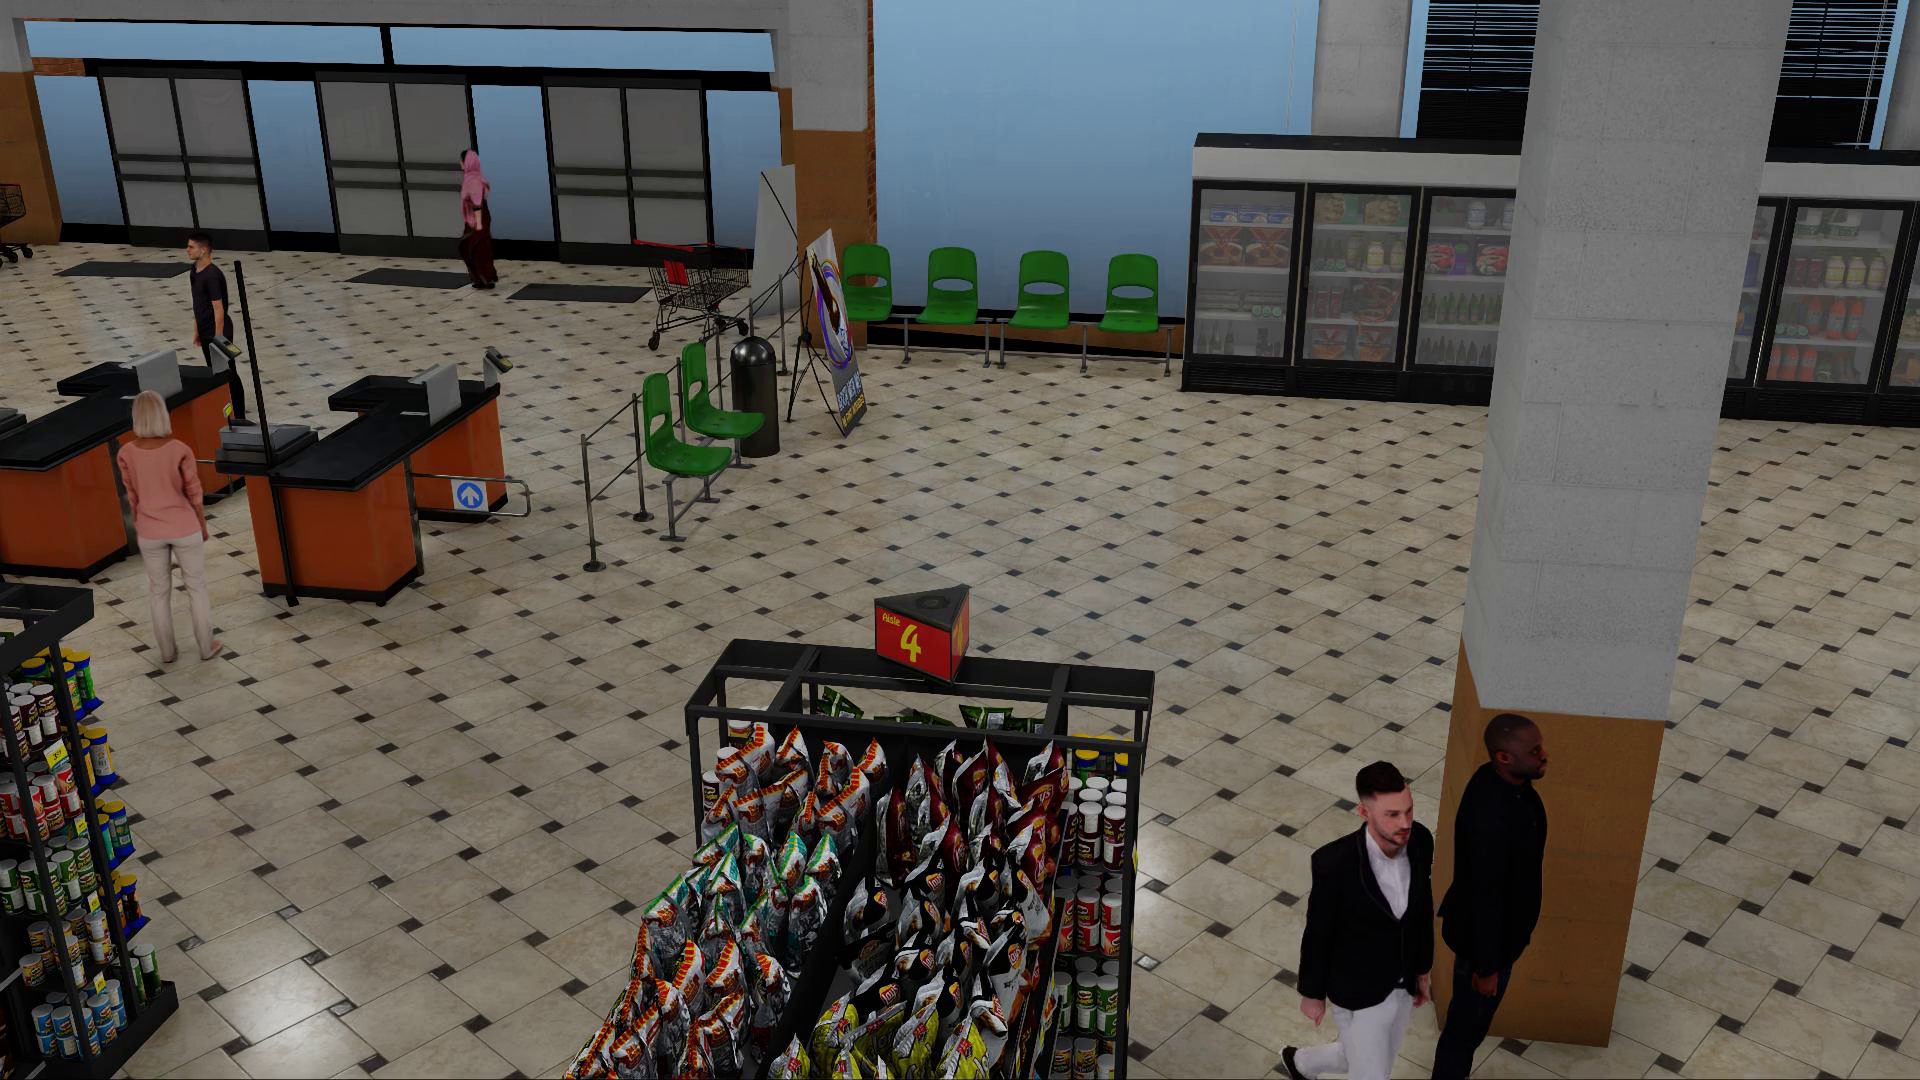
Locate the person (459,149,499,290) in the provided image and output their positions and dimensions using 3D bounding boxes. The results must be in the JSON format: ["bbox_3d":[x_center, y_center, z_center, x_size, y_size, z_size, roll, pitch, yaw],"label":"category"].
[{"bbox_3d":[-5.580,-3.748,19.486,0.815,1.628,0.721,-6,23,-13],"label":"person"}]

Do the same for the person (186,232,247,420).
[{"bbox_3d":[-6.465,-1.792,14.434,0.717,1.764,0.736,20,29,40],"label":"person"}]

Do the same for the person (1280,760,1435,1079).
[{"bbox_3d":[1.423,1.567,6.003,1.044,1.818,1.168,-10,24,-24],"label":"person"}]

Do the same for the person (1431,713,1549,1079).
[{"bbox_3d":[1.971,1.468,6.249,0.818,1.817,0.642,10,24,24],"label":"person"}]

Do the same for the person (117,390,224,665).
[{"bbox_3d":[-4.869,-0.077,10.222,0.663,1.723,0.643,-4,22,-11],"label":"person"}]
